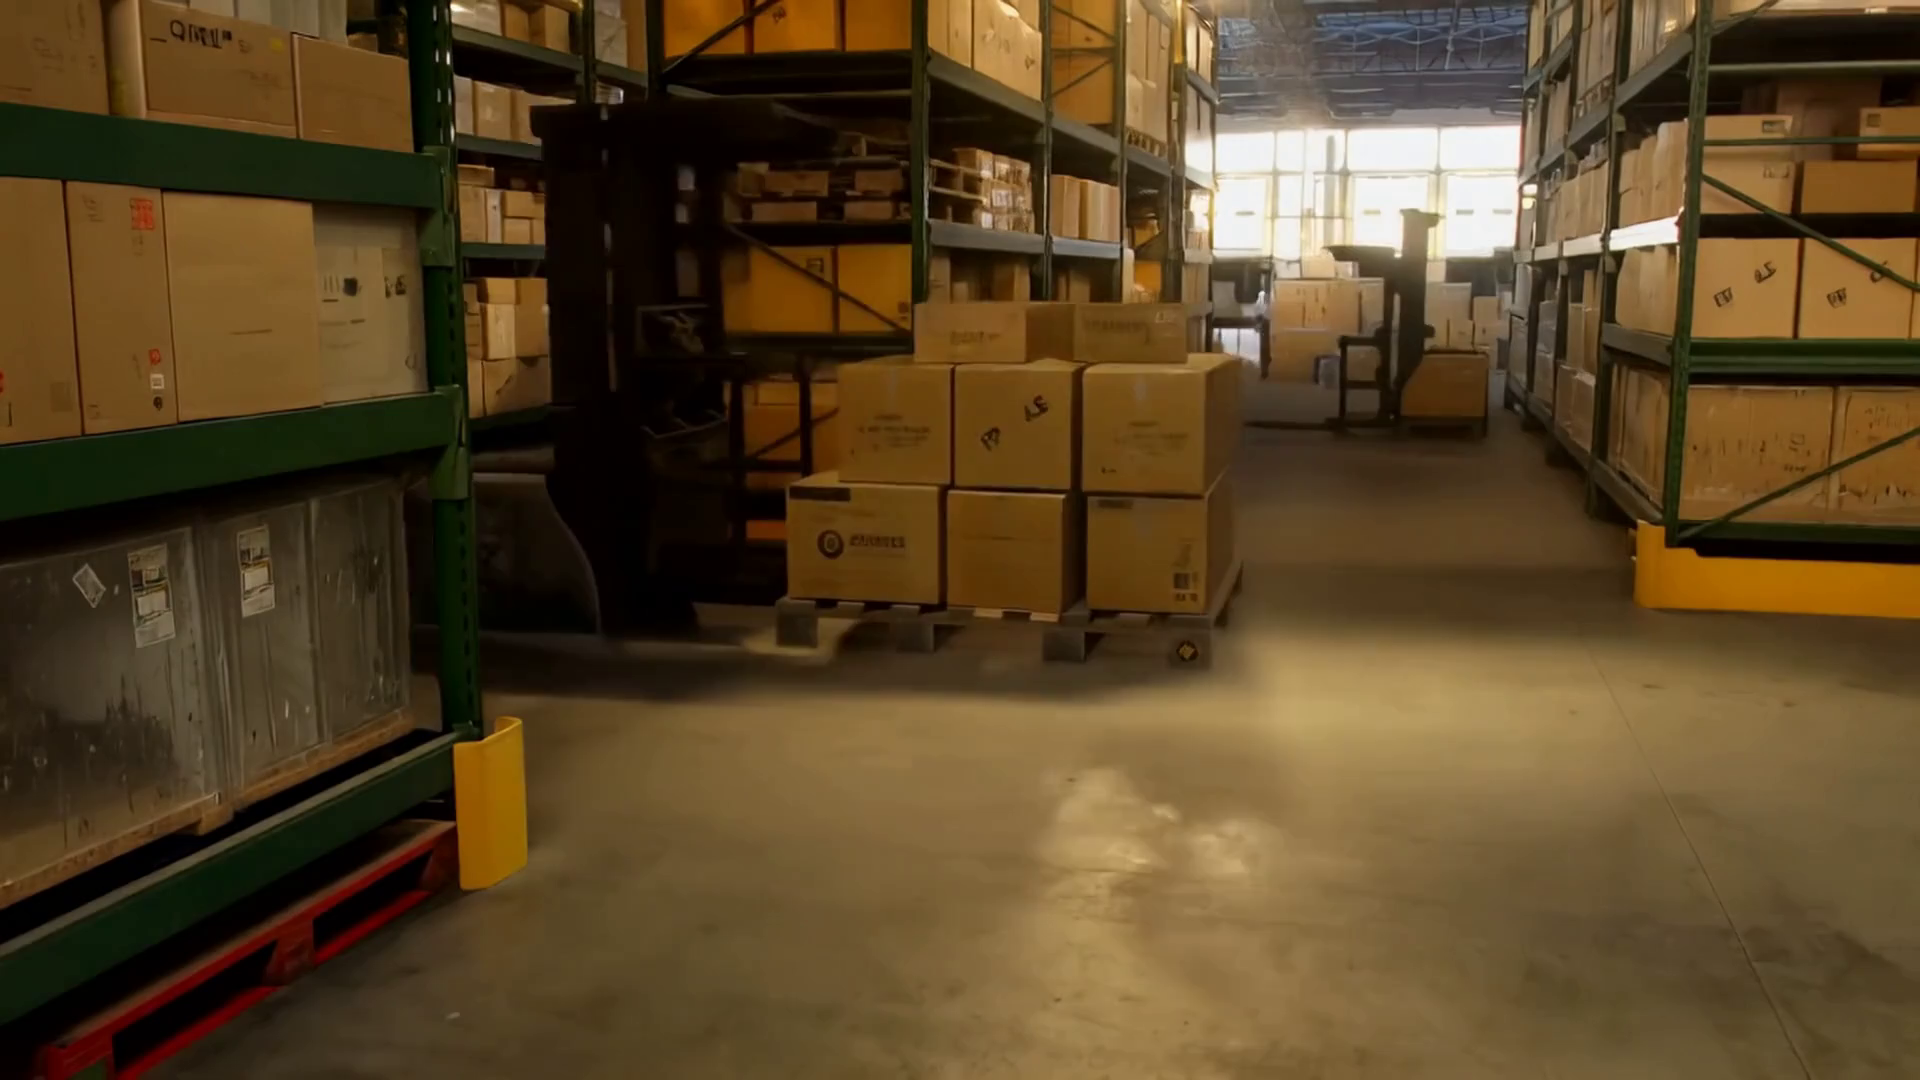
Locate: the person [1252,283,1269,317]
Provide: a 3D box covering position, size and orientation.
[{"bbox_3d":[9.151,-6.902,50.769,1.014,1.884,0.635,3,9,20],"label":"person"}]

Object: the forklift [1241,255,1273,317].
[{"bbox_3d":[10.551,-8.662,58.805,1.129,2.768,1.873,2,9,15],"label":"forklift"}]

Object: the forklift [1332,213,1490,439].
[{"bbox_3d":[5.749,-2.726,21.090,1.873,2.768,1.129,2,9,15],"label":"forklift"}]

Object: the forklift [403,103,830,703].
[{"bbox_3d":[-1.730,-0.712,8.295,1.873,2.768,1.129,2,9,13],"label":"forklift"}]

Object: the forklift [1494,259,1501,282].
[{"bbox_3d":[16.034,-7.060,48.626,1.129,2.768,1.873,1,9,9],"label":"forklift"}]

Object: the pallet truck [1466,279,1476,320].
[{"bbox_3d":[18.896,-8.459,60.307,1.885,1.965,0.823,5,10,31],"label":"pallet truck"}]
